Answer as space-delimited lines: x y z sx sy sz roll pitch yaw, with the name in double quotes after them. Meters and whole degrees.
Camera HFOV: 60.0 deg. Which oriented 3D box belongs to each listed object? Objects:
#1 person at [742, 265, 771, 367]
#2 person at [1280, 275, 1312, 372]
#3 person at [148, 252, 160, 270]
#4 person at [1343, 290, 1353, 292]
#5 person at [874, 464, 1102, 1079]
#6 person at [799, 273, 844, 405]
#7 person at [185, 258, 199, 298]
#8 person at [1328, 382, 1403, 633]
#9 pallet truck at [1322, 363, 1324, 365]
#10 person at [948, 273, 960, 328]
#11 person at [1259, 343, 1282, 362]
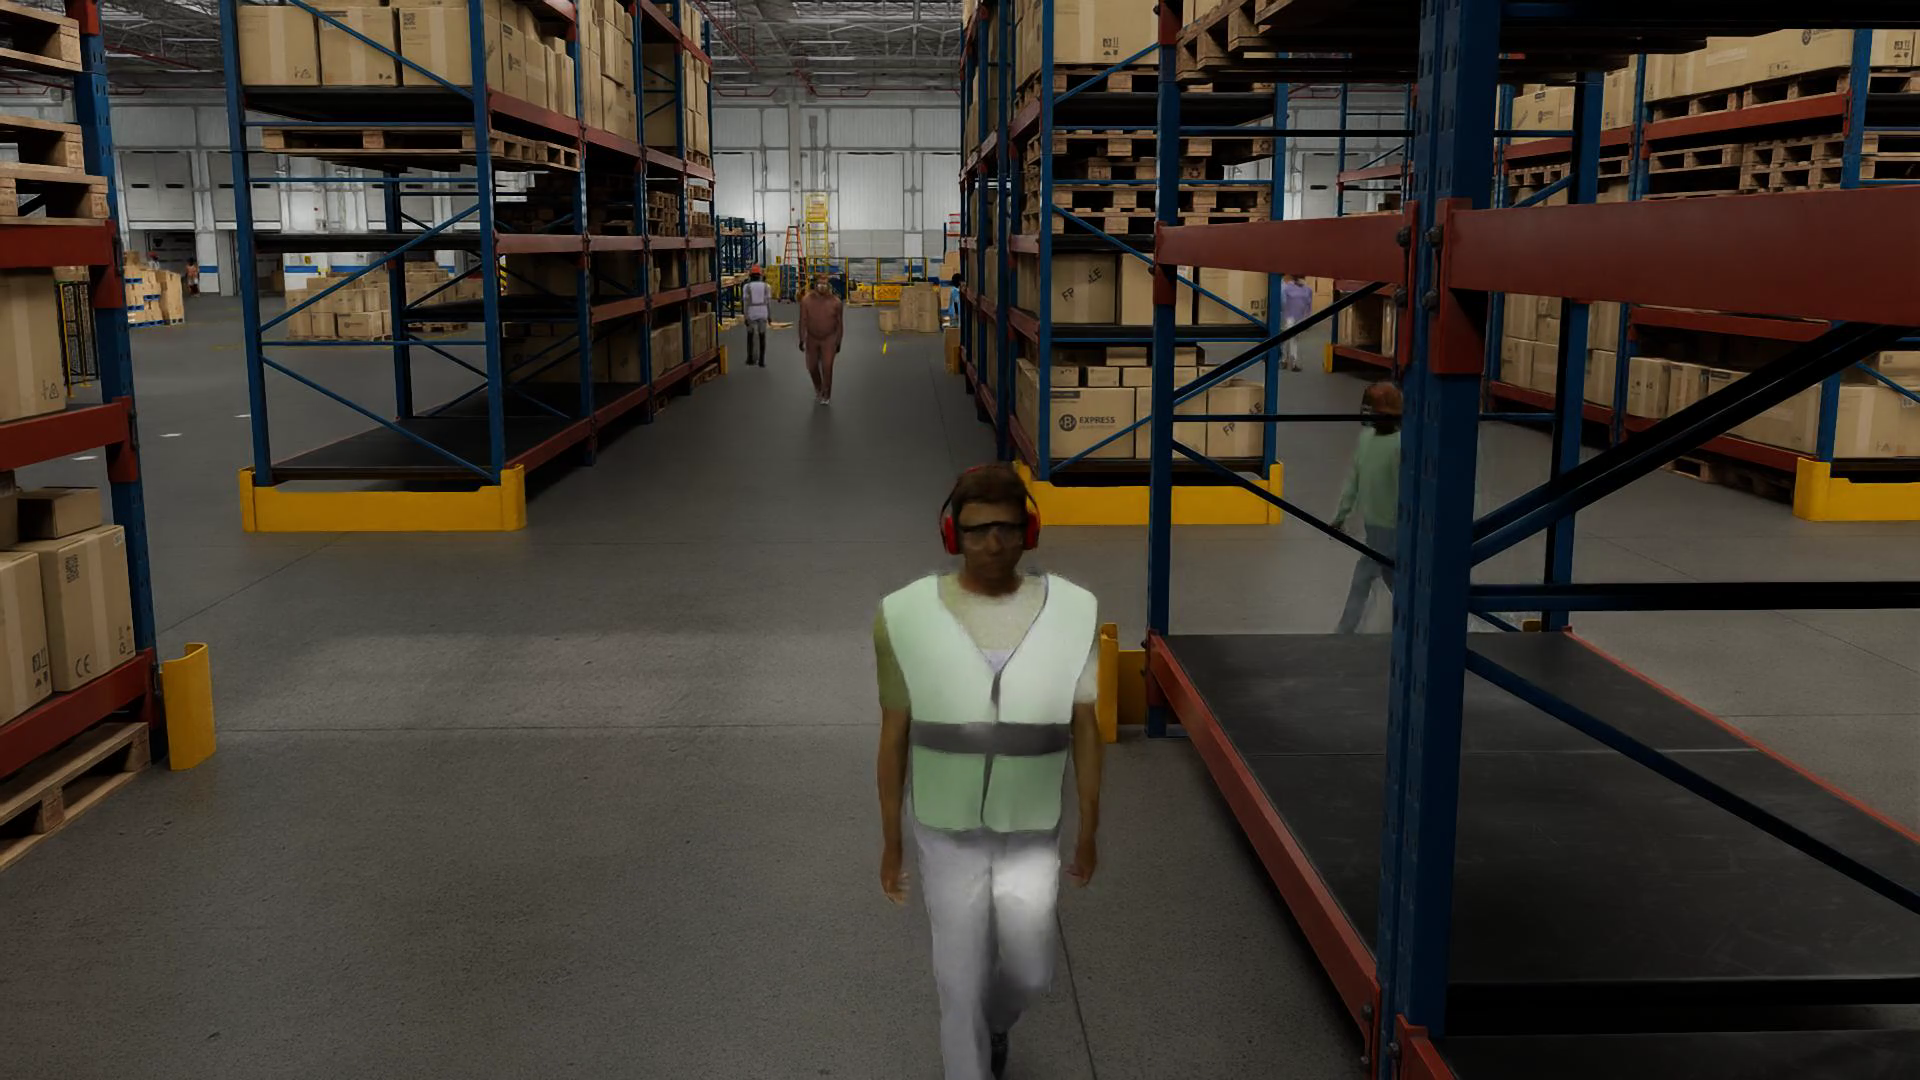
-3.852 -4.244 31.490 0.572 1.905 0.836 -3 11 -15 "person"
6.060 -4.012 30.283 0.666 1.925 0.805 -3 11 -19 "person"
-32.920 -10.804 67.994 0.547 1.924 0.545 2 10 12 "person"
8.782 -5.224 36.898 0.592 1.922 0.392 6 12 31 "person"
0.067 0.698 4.180 0.568 1.826 0.729 -2 10 -8 "person"
-2.004 -2.918 24.124 0.655 1.891 0.589 1 10 4 "person"
-32.075 -10.957 69.545 0.545 1.671 0.612 -2 10 -13 "person"
2.255 -0.070 9.115 0.863 1.588 0.505 -2 10 -8 "person"
7.712 -4.157 30.737 1.885 1.965 0.823 3 11 16 "pallet truck"
-0.082 -4.687 34.536 0.317 1.692 0.540 -1 10 -3 "person"
6.019 -4.442 32.456 0.706 1.942 0.607 0 10 1 "person"
